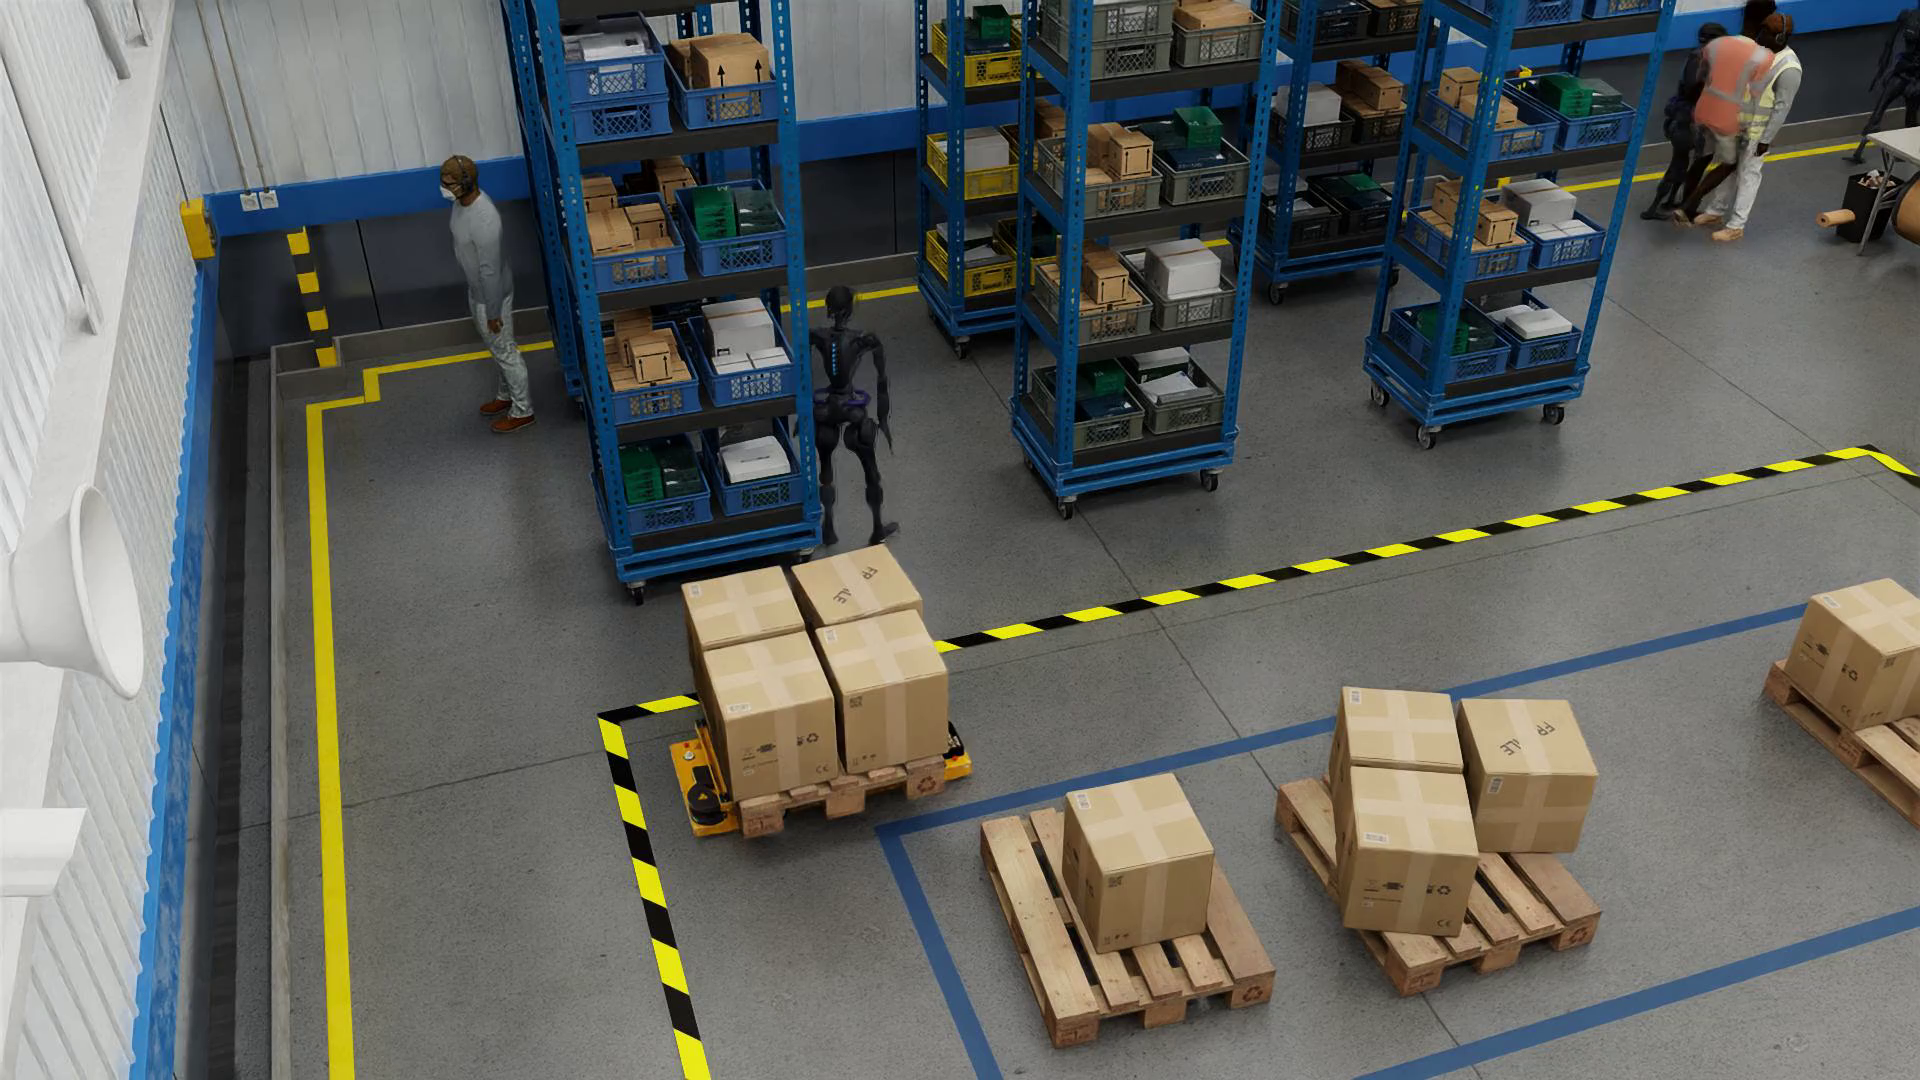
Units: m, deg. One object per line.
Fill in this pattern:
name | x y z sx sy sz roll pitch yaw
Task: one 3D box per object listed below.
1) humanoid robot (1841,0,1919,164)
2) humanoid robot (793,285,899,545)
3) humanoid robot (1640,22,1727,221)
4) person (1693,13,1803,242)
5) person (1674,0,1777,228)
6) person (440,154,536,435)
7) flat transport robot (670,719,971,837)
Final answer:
humanoid robot | 8.377 -4.080 14.663 0.780 1.631 0.603 -16 38 -22
humanoid robot | -0.701 -0.724 9.872 0.625 1.638 0.389 4 35 5
humanoid robot | 6.009 -3.443 13.716 0.473 1.644 0.594 -2 35 -3
person | 6.349 -3.324 13.404 0.430 1.845 0.619 -6 36 -8
person | 6.146 -3.411 13.438 0.536 1.939 0.636 -18 39 -23
person | -3.099 -1.612 10.907 0.371 1.932 0.620 -15 38 -20
flat transport robot | -0.721 1.075 8.507 1.431 0.197 0.652 -11 37 -15
